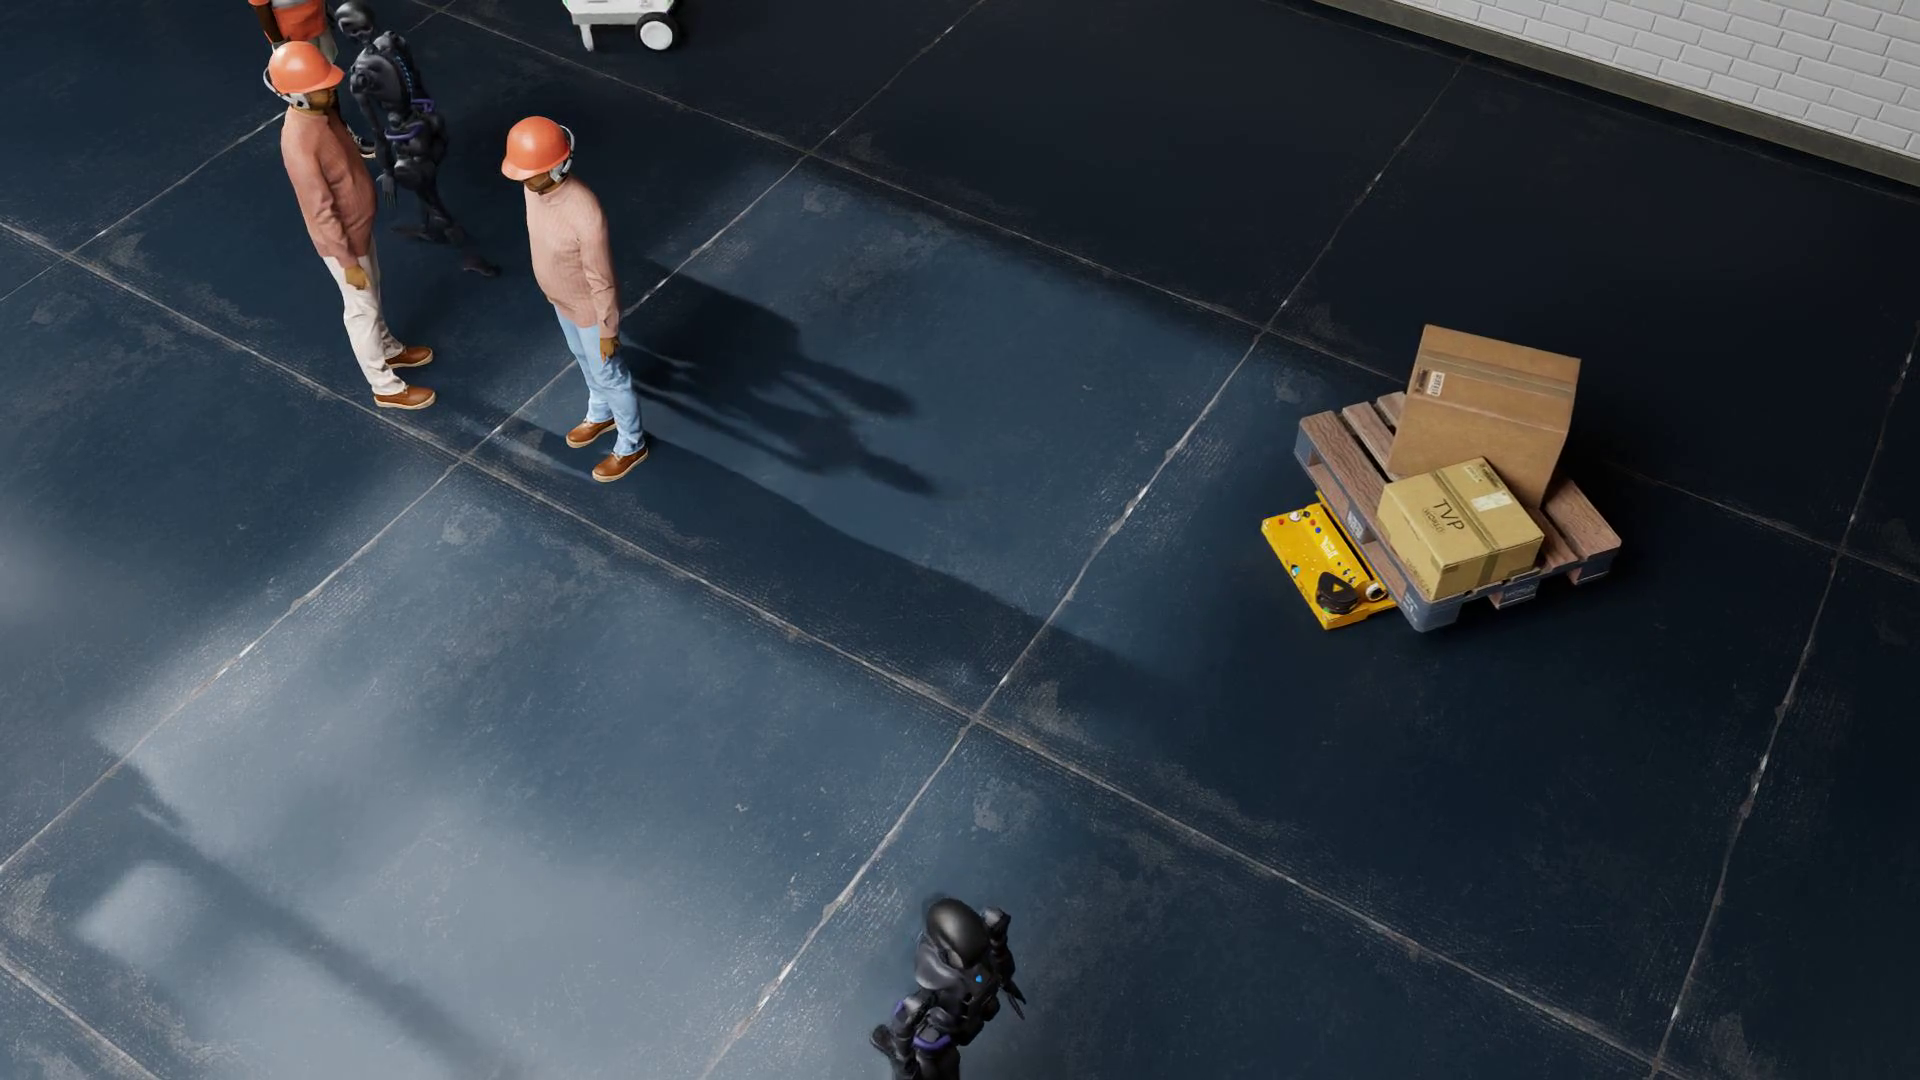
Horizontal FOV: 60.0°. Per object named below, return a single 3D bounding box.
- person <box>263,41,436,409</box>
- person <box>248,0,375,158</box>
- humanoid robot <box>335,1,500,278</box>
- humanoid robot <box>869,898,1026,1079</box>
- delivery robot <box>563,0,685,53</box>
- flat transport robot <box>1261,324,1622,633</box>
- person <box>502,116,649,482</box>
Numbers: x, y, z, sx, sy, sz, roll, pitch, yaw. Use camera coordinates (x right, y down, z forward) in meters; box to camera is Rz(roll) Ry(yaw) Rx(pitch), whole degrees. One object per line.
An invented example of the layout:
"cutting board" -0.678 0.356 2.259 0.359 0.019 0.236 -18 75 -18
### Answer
"person" -2.921 -1.489 7.972 0.380 1.995 0.608 -8 49 -7
"person" -3.651 -2.871 9.199 0.368 1.966 0.605 7 49 6
"humanoid robot" -2.892 -2.085 8.729 0.682 1.627 0.616 8 49 7
"humanoid robot" -0.070 1.586 5.536 0.772 1.647 0.609 31 56 24
"delivery robot" -2.151 -3.461 10.645 0.749 0.587 0.523 -1 49 -1
"flat transport robot" 2.220 -0.052 7.861 1.431 0.231 0.659 -15 51 -13
"person" -1.757 -1.101 7.642 0.402 1.986 0.610 -30 55 -24
